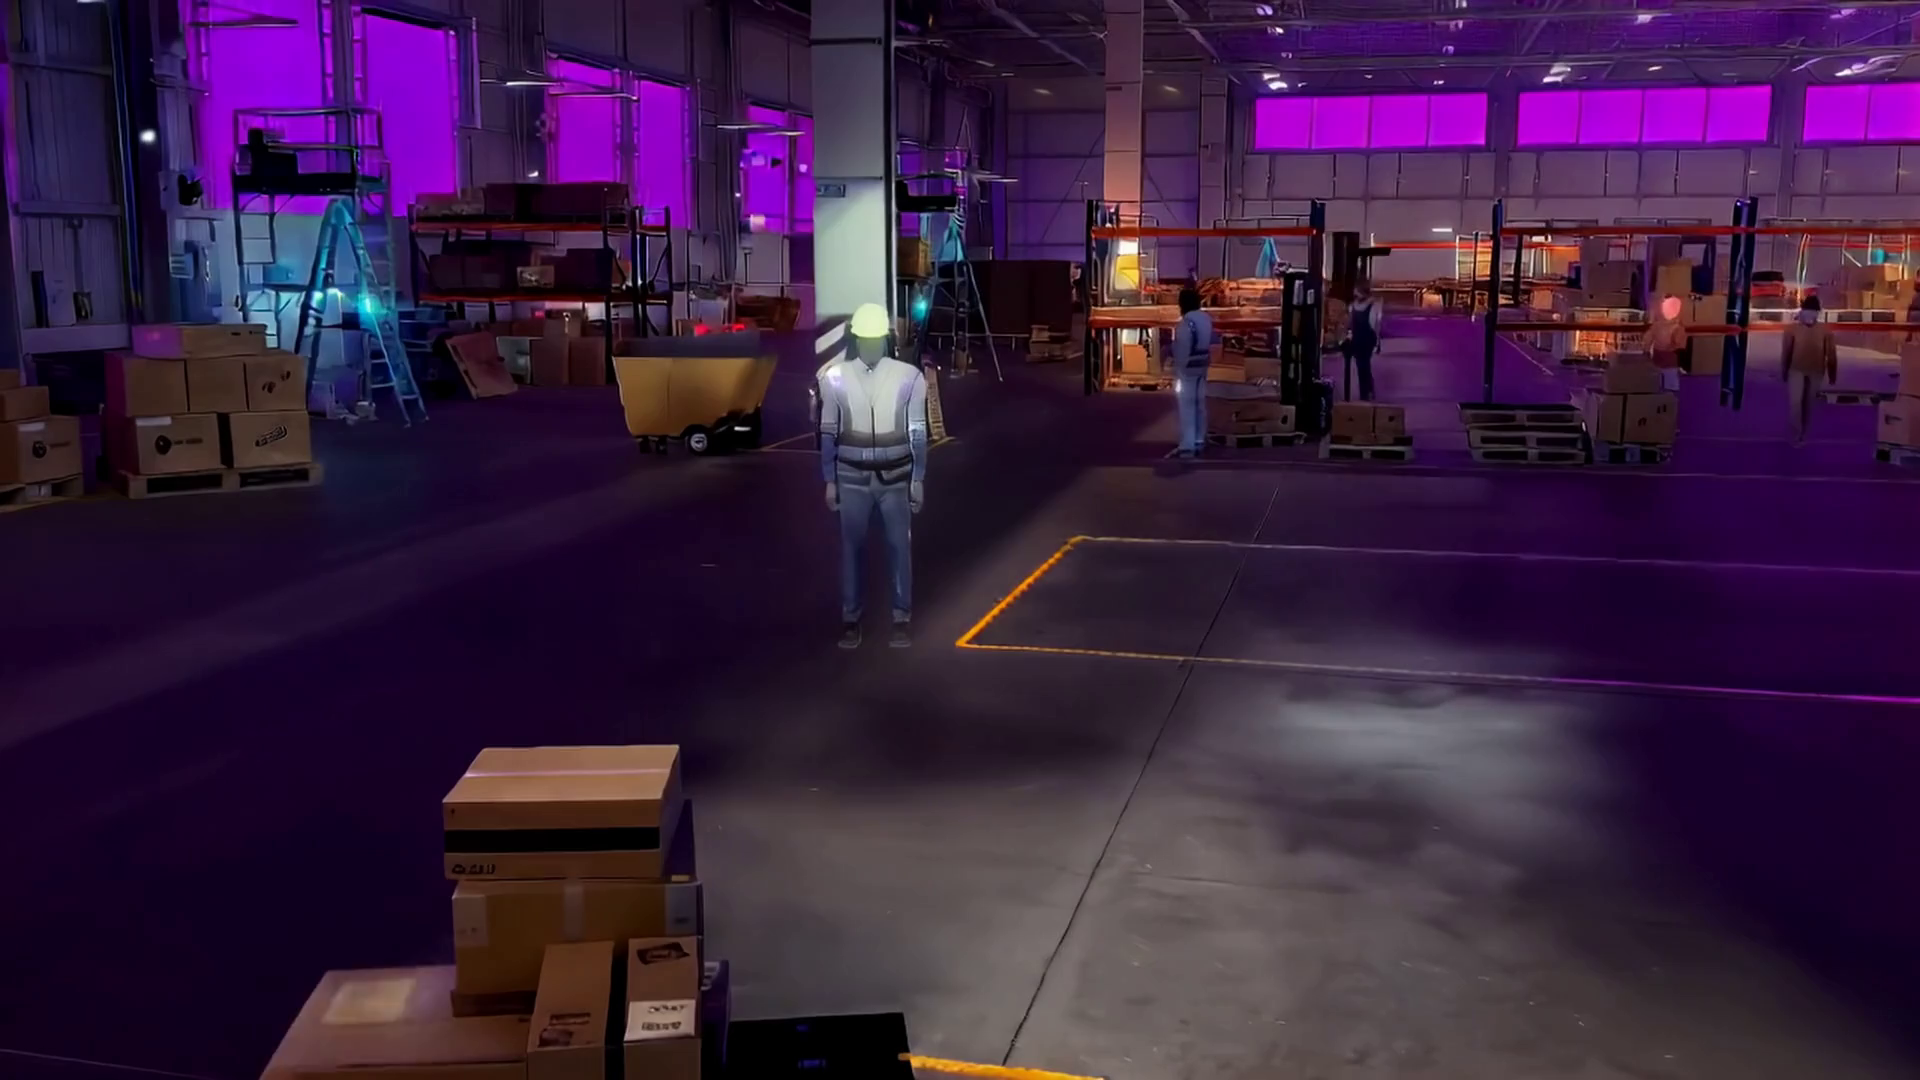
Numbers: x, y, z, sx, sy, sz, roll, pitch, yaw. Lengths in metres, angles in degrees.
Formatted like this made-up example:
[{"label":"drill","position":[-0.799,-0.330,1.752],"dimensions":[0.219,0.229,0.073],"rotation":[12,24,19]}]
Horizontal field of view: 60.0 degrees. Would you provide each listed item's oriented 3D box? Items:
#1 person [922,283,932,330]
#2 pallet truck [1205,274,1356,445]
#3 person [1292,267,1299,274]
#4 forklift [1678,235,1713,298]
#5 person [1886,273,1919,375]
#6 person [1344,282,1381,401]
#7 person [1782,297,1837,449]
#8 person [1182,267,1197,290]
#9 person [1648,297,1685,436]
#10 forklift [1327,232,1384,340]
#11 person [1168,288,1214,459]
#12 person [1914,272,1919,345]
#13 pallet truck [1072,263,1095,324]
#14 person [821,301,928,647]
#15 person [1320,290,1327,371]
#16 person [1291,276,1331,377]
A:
[{"label":"person","position":[-0.901,-7.314,50.277],"dimensions":[0.544,1.929,0.389],"rotation":[-7,12,-35]},{"label":"pallet truck","position":[3.653,-2.138,19.590],"dimensions":[1.885,1.965,0.823],"rotation":[-4,10,-20]},{"label":"person","position":[10.629,-7.726,52.825],"dimensions":[0.356,1.885,0.574],"rotation":[-5,11,-25]},{"label":"forklift","position":[21.434,-7.519,48.676],"dimensions":[1.129,2.768,1.873],"rotation":[5,11,29]},{"label":"person","position":[17.539,-3.913,30.366],"dimensions":[0.559,1.895,0.976],"rotation":[-7,12,-36]},{"label":"person","position":[5.893,-2.862,24.363],"dimensions":[0.422,1.820,0.533],"rotation":[-8,12,-39]},{"label":"person","position":[9.701,-1.897,18.994],"dimensions":[0.538,1.722,0.897],"rotation":[2,10,14]},{"label":"person","position":[6.352,-6.484,45.446],"dimensions":[0.787,1.908,0.645],"rotation":[-5,11,-25]},{"label":"person","position":[8.631,-2.111,20.318],"dimensions":[0.318,1.697,0.535],"rotation":[-4,11,-24]},{"label":"forklift","position":[10.020,-6.631,43.448],"dimensions":[1.873,2.768,1.129],"rotation":[-2,10,-11]},{"label":"person","position":[2.479,-1.796,18.034],"dimensions":[0.430,1.845,0.619],"rotation":[7,12,37]},{"label":"person","position":[18.162,-4.112,31.444],"dimensions":[0.371,1.916,0.597],"rotation":[3,10,16]},{"label":"pallet truck","position":[4.325,-8.180,55.162],"dimensions":[0.823,1.965,1.885],"rotation":[6,11,31]},{"label":"person","position":[-0.476,-0.353,9.267],"dimensions":[0.601,1.939,0.419],"rotation":[0,10,0]},{"label":"person","position":[6.847,-4.116,32.005],"dimensions":[0.485,1.737,0.320],"rotation":[-3,10,-19]},{"label":"person","position":[6.440,-3.961,30.705],"dimensions":[0.665,1.885,0.956],"rotation":[-9,13,-41]}]
